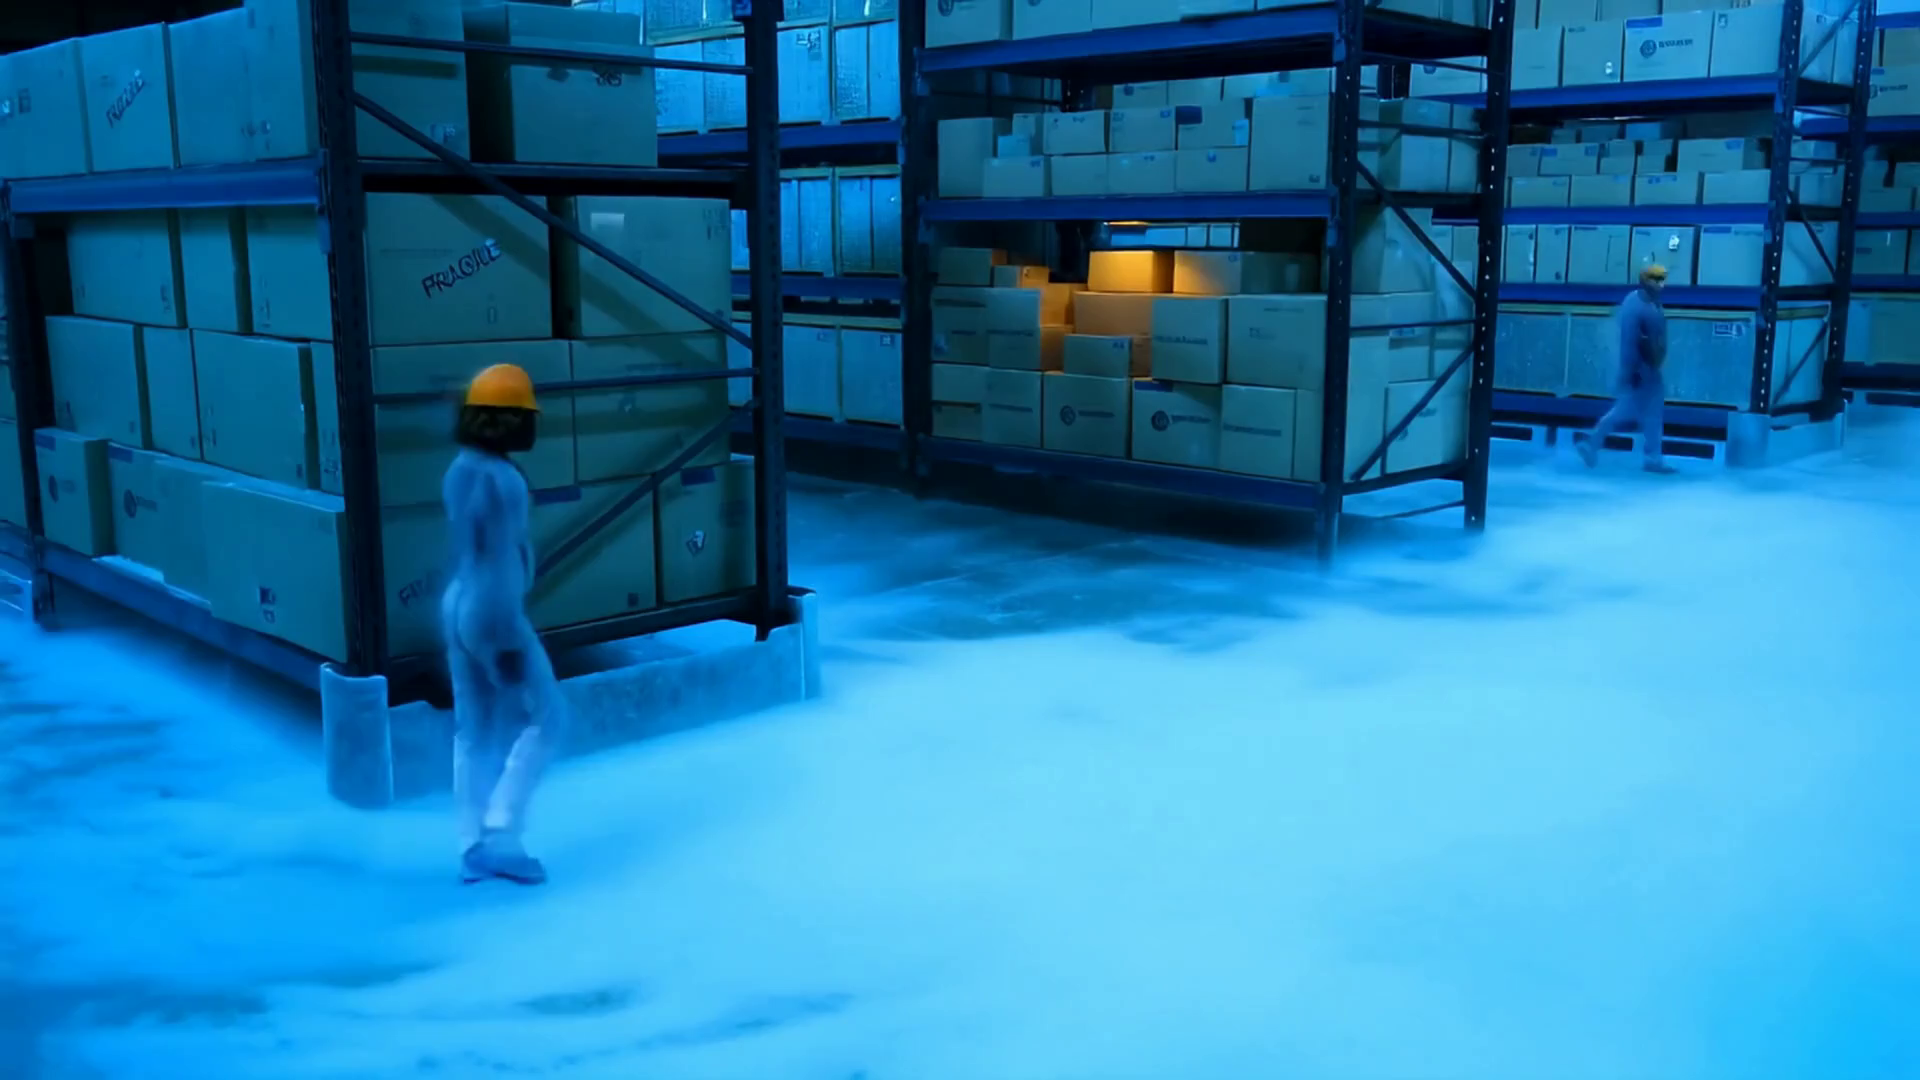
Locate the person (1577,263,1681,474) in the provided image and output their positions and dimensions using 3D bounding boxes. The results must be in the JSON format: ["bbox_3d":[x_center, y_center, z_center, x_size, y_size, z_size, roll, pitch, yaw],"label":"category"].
[{"bbox_3d":[6.113,-1.556,15.048,0.641,1.882,0.827,-9,14,-40],"label":"person"}]

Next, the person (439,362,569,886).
[{"bbox_3d":[-1.515,0.285,5.449,0.413,1.719,0.484,-9,14,-42],"label":"person"}]

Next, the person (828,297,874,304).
[{"bbox_3d":[-1.267,-2.361,19.297,0.545,1.939,0.354,-2,11,-13],"label":"person"}]
